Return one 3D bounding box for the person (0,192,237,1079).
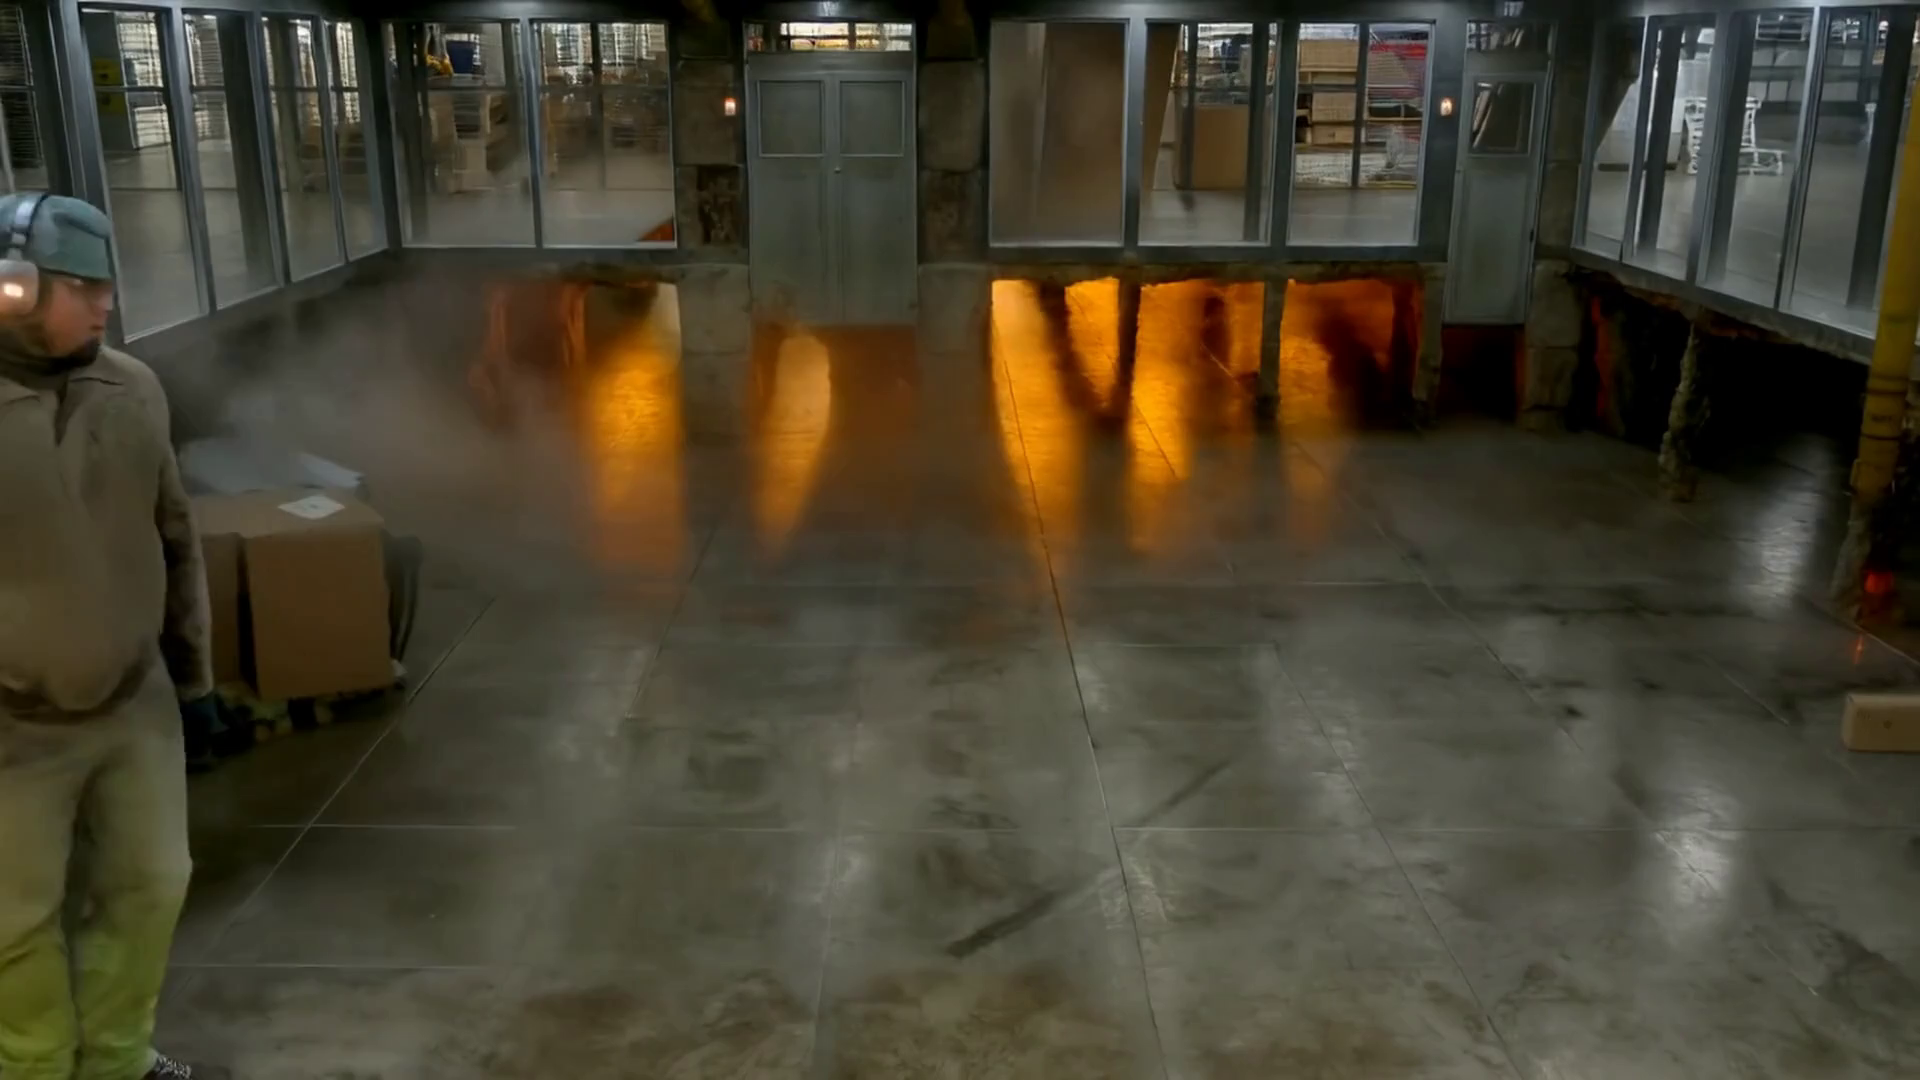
[{"bbox_3d":[-1.664,0.339,3.006,0.399,1.888,0.793,8,18,26],"label":"person"}]
